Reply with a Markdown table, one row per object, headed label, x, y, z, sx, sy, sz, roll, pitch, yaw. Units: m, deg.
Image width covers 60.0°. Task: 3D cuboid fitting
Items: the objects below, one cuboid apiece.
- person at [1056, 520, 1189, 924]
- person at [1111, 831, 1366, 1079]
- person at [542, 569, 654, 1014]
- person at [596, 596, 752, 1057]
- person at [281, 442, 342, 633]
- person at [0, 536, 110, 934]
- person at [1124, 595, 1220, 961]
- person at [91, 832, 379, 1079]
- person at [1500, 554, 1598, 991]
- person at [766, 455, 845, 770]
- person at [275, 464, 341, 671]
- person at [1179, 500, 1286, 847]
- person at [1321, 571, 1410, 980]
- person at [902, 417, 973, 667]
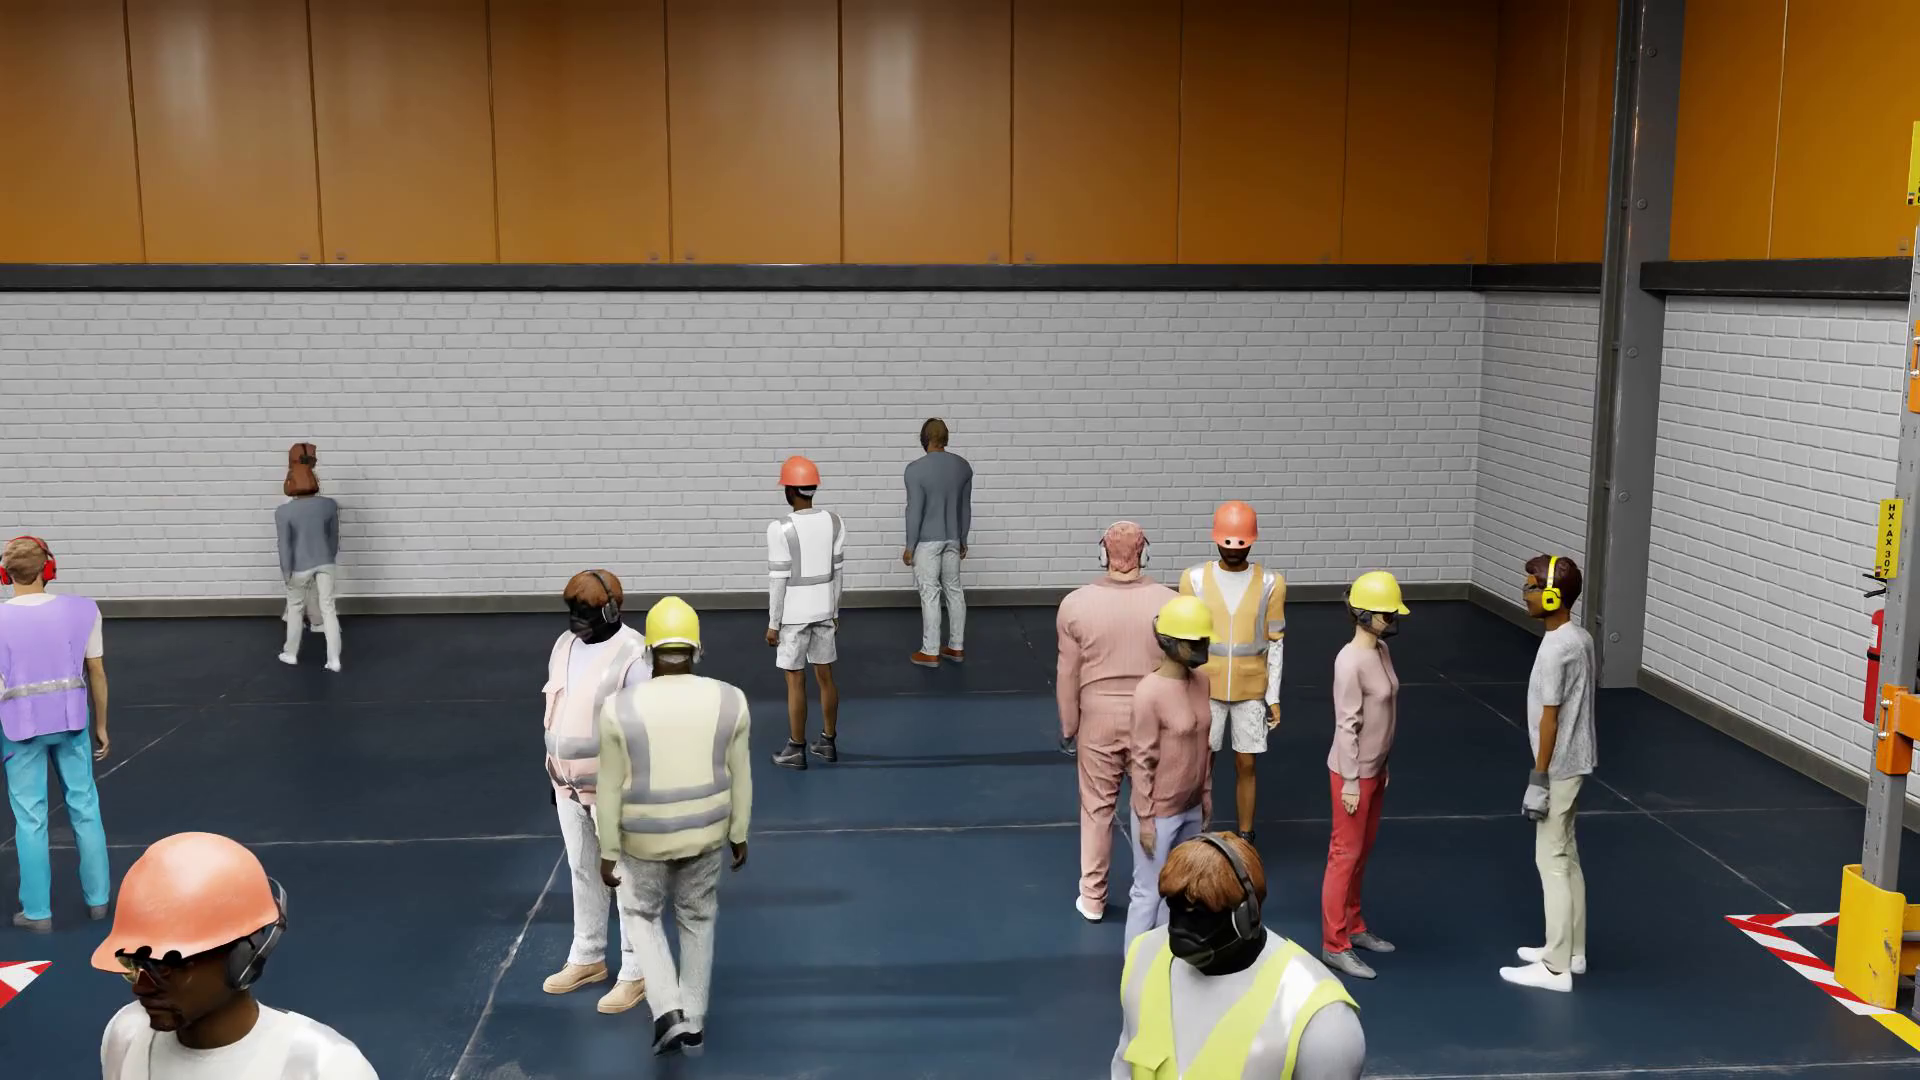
| label | x | y | z | sx | sy | sz | roll | pitch | yaw |
| --- | --- | --- | --- | --- | --- | --- | --- | --- | --- |
| person | 0.766 | 0.869 | 7.769 | 0.647 | 1.919 | 0.444 | 0 | 9 | 3 |
| person | 0.582 | 1.537 | 3.742 | 0.430 | 1.834 | 0.634 | -9 | 13 | -44 |
| person | -1.498 | 1.025 | 6.910 | 0.626 | 1.842 | 0.429 | 7 | 11 | 36 |
| person | -1.088 | 1.120 | 6.388 | 0.612 | 1.812 | 0.443 | -4 | 10 | -22 |
| person | -5.524 | -0.013 | 14.078 | 0.373 | 1.638 | 0.533 | -5 | 10 | -30 |
| person | -4.232 | 0.901 | 7.683 | 0.564 | 1.841 | 0.390 | -8 | 12 | -41 |
| person | 0.878 | 1.087 | 6.758 | 0.329 | 1.765 | 0.526 | 8 | 12 | 40 |
| person | -1.361 | 1.529 | 3.106 | 0.605 | 2.045 | 0.382 | 3 | 10 | 19 |
| person | 2.539 | 0.987 | 7.115 | 0.340 | 1.860 | 0.500 | 5 | 10 | 30 |
| person | -0.964 | 0.445 | 10.240 | 0.545 | 1.941 | 0.351 | -8 | 12 | -41 |
| person | -5.029 | 0.203 | 12.835 | 0.503 | 1.598 | 0.741 | -8 | 12 | -40 |
| person | 1.351 | 0.753 | 8.345 | 0.543 | 1.928 | 0.370 | 1 | 9 | 7 |
| person | 1.777 | 1.006 | 7.263 | 0.317 | 1.766 | 0.533 | 5 | 10 | 29 |
| person | -0.179 | 0.015 | 12.942 | 0.635 | 1.937 | 0.353 | -7 | 12 | -39 |
